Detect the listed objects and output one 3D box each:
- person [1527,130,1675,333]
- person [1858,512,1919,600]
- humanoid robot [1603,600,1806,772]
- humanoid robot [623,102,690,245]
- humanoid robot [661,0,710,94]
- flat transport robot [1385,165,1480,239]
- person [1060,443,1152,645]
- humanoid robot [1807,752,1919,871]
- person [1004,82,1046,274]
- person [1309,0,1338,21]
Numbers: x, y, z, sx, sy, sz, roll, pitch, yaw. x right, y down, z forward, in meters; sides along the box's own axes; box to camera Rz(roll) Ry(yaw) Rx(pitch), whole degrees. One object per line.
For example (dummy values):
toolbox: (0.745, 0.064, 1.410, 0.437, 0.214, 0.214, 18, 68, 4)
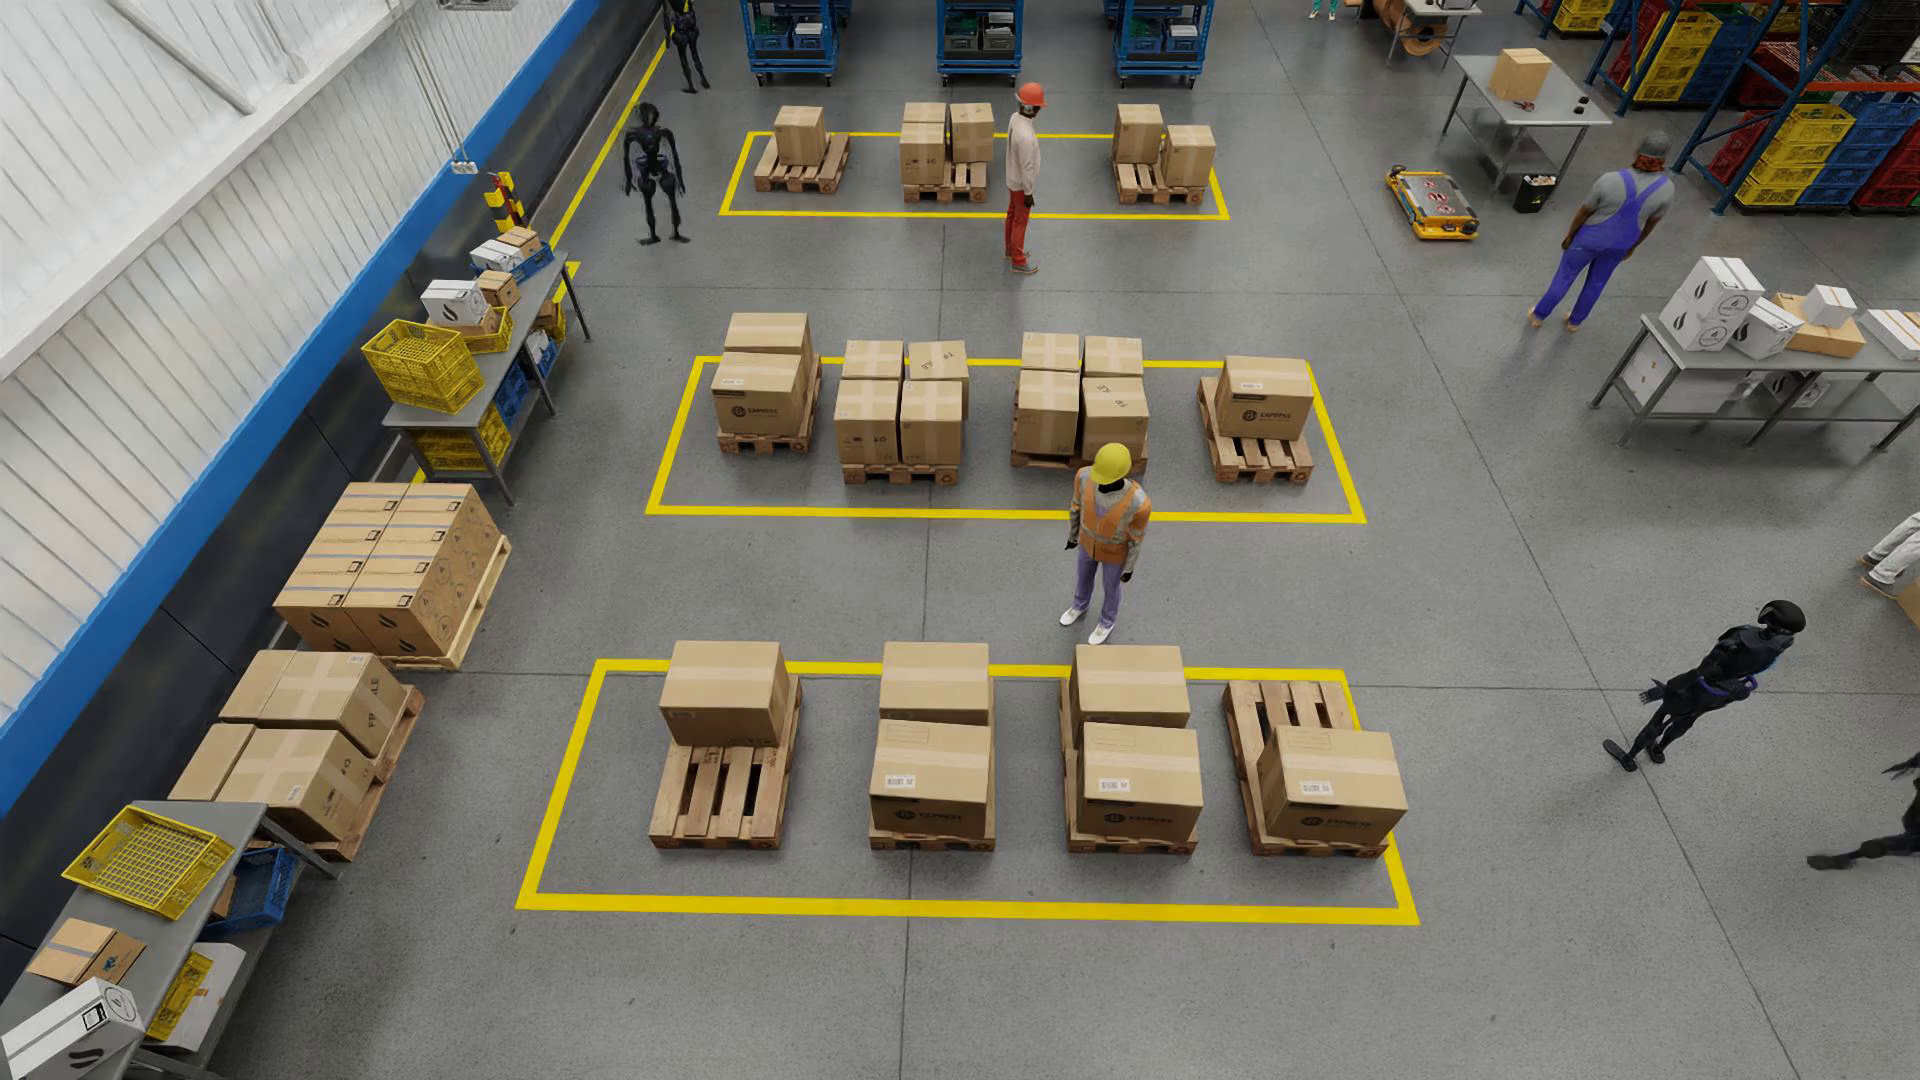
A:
person: (6.281, -2.978, 8.940, 0.681, 2.000, 0.535, 12, 50, 10)
person: (7.449, -0.311, 6.734, 0.341, 1.882, 0.583, 27, 54, 22)
humanoid robot: (4.700, 0.927, 5.790, 0.610, 1.657, 0.314, -9, 50, -8)
humanoid robot: (-3.385, -3.972, 10.052, 0.664, 1.629, 0.400, -15, 51, -13)
humanoid robot: (-3.872, -7.123, 12.762, 0.326, 1.654, 0.610, 23, 53, 19)
flat transport robot: (5.692, -4.094, 11.059, 0.652, 0.197, 1.431, 1, 49, 1)
person: (0.987, 0.042, 6.410, 0.579, 1.919, 0.394, 30, 56, 24)
humanoid robot: (5.857, 1.510, 5.327, 0.749, 1.636, 0.588, 1, 49, 1)
person: (0.669, -3.792, 9.679, 0.384, 1.988, 0.607, -8, 50, -7)
person: (6.015, -9.223, 14.525, 0.532, 1.767, 0.321, 14, 51, 12)
